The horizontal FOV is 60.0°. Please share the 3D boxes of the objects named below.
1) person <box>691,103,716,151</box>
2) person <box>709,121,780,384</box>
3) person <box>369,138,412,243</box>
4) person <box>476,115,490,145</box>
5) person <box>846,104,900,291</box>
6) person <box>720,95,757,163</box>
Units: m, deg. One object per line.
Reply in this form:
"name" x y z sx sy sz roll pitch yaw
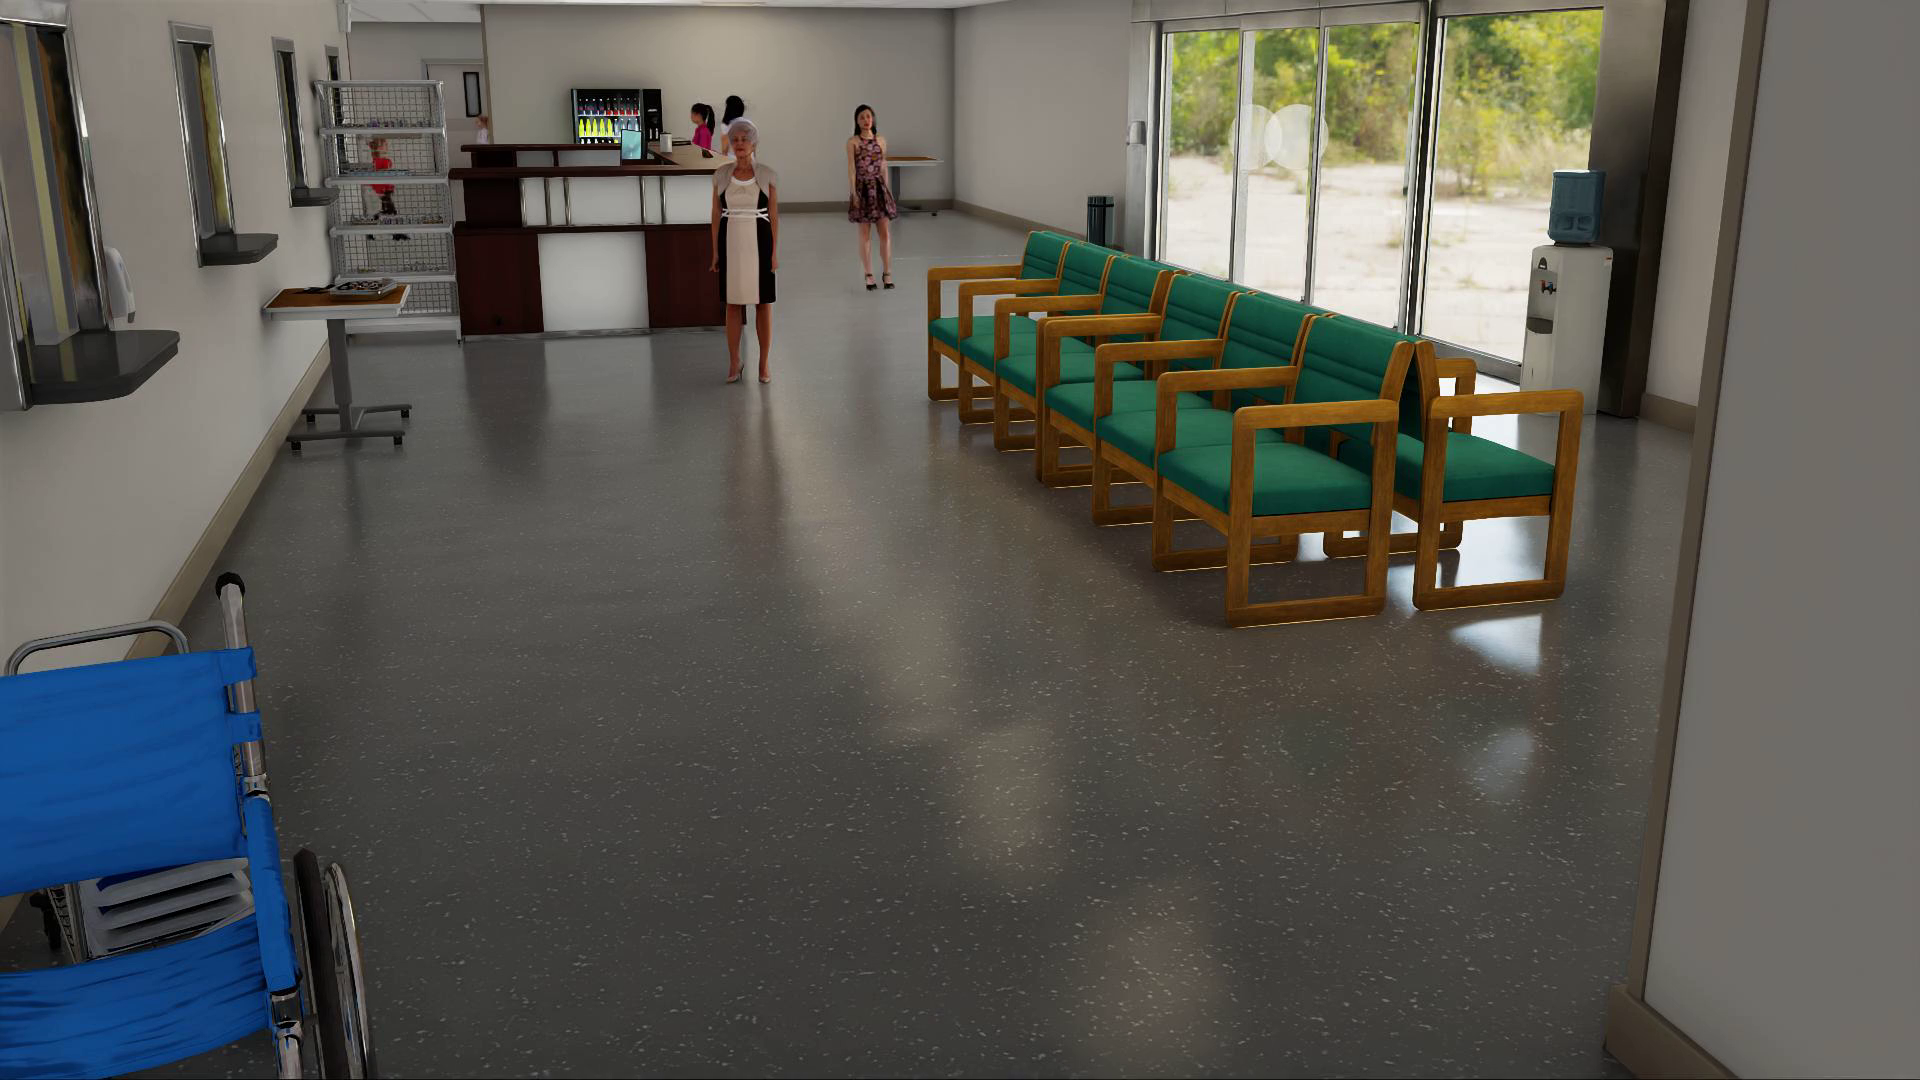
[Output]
"person" -3.050 -4.509 20.545 0.839 1.675 0.623 -6 17 -20
"person" -1.454 -1.953 11.330 0.568 1.756 0.738 0 16 1
"person" -7.197 -4.337 20.690 0.923 1.264 0.663 1 16 4
"person" -8.946 -7.370 31.460 0.791 1.258 0.549 -5 17 -18
"person" -0.909 -3.304 16.100 0.694 1.766 0.736 -7 17 -24
"person" -2.582 -4.303 19.662 1.132 1.757 0.790 -1 16 -5
